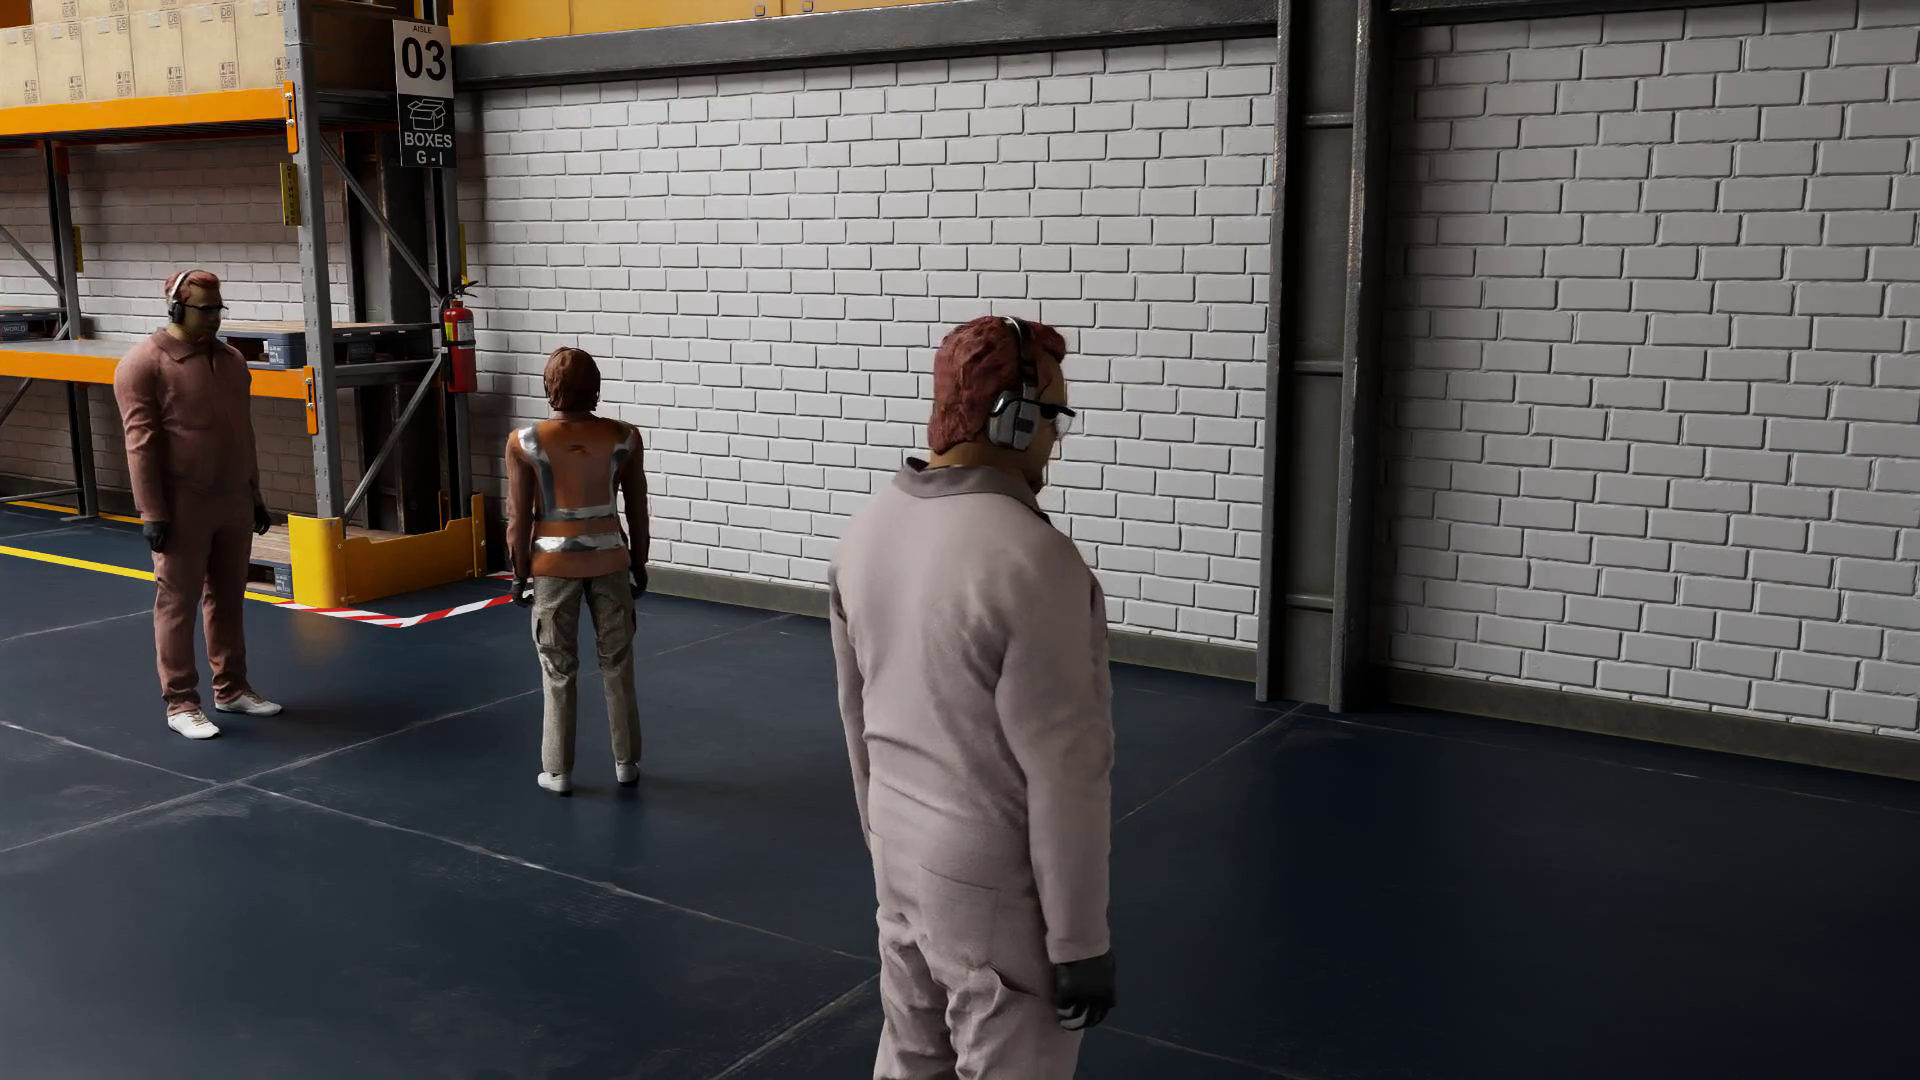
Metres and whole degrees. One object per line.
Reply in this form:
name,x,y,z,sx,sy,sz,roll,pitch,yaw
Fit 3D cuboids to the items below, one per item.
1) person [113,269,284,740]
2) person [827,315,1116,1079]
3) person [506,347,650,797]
person,-3.108,-0.154,6.866,0.407,1.905,0.639,4,11,20
person,0.059,0.577,2.826,0.405,1.902,0.636,-7,12,-34
person,-1.385,0.120,6.077,0.522,1.639,0.305,-5,11,-24
